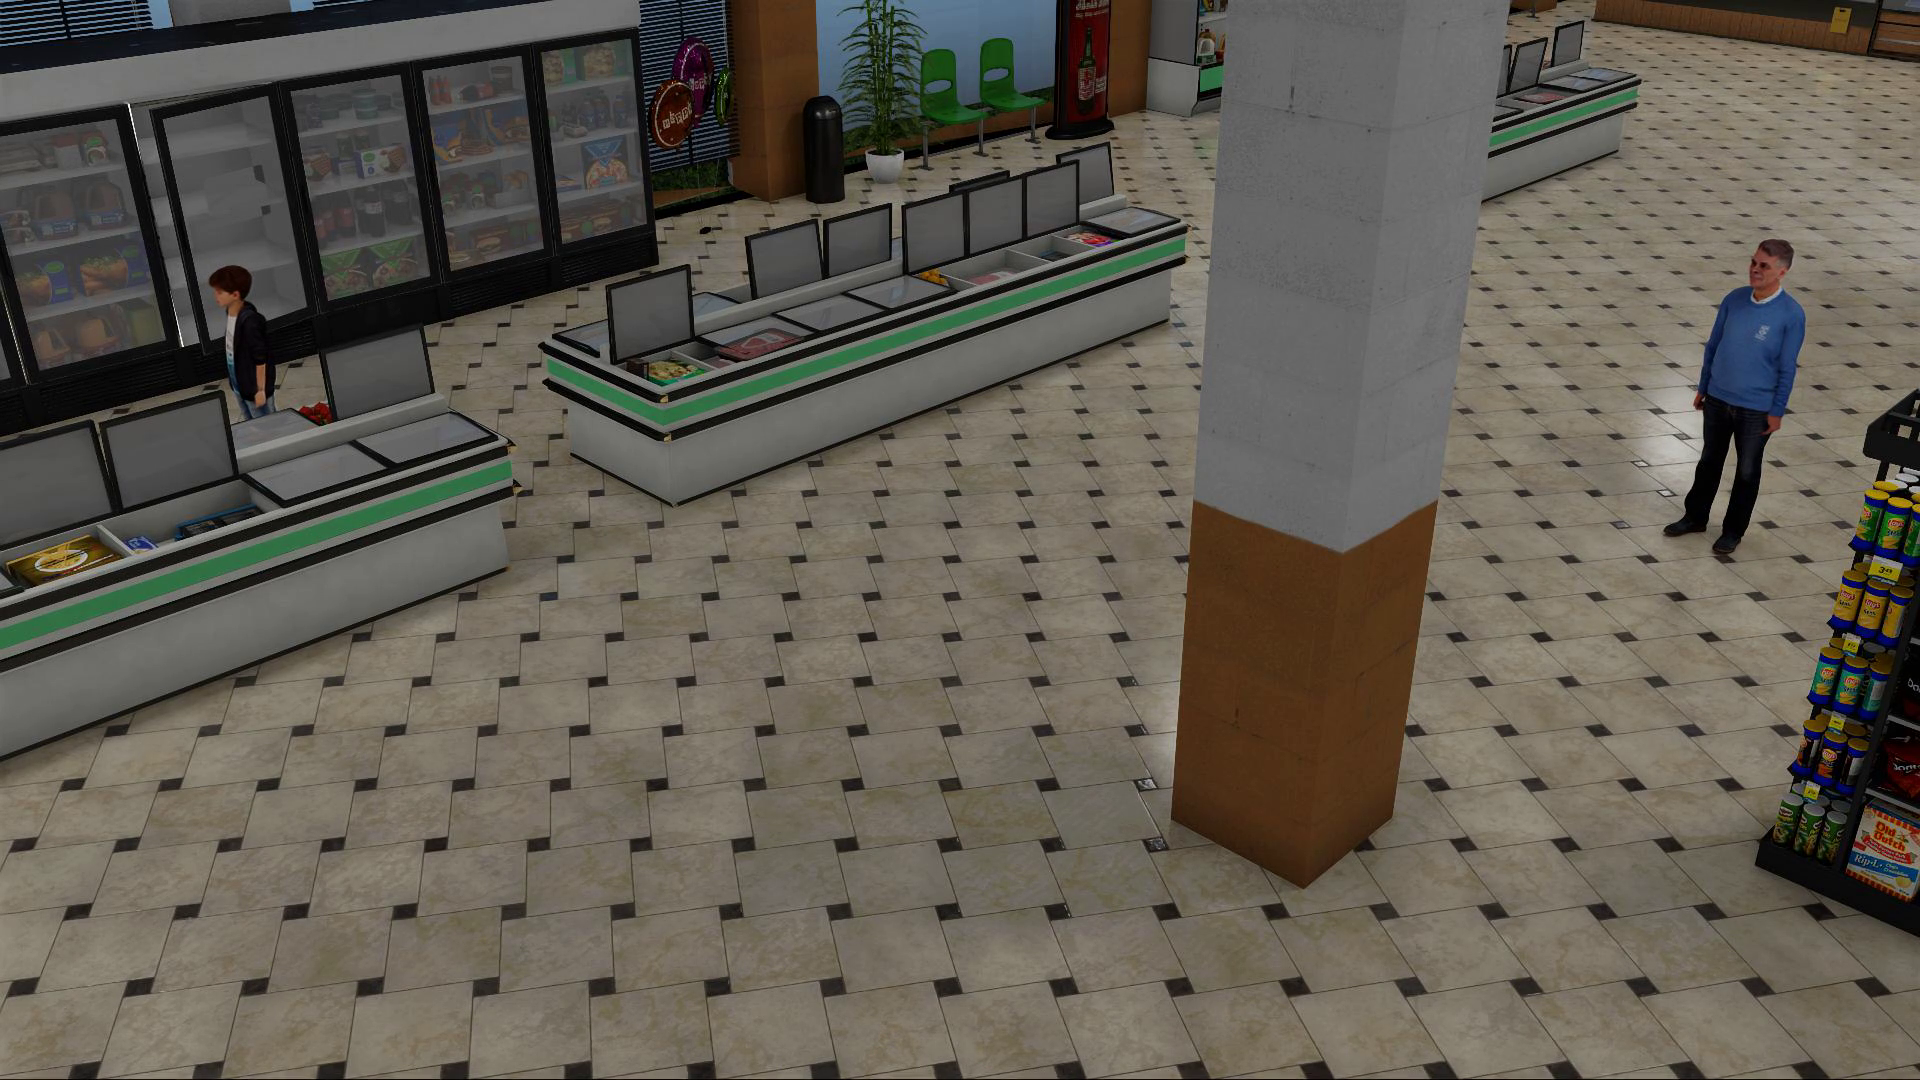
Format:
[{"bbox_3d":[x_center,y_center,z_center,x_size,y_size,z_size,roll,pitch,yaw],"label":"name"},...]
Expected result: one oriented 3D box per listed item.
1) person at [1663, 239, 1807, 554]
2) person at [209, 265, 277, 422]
[{"bbox_3d":[4.395,-0.815,9.326,0.612,1.818,0.697,-18,32,-32],"label":"person"},{"bbox_3d":[-4.258,-0.949,9.999,0.518,1.447,0.540,-22,34,-37],"label":"person"}]
